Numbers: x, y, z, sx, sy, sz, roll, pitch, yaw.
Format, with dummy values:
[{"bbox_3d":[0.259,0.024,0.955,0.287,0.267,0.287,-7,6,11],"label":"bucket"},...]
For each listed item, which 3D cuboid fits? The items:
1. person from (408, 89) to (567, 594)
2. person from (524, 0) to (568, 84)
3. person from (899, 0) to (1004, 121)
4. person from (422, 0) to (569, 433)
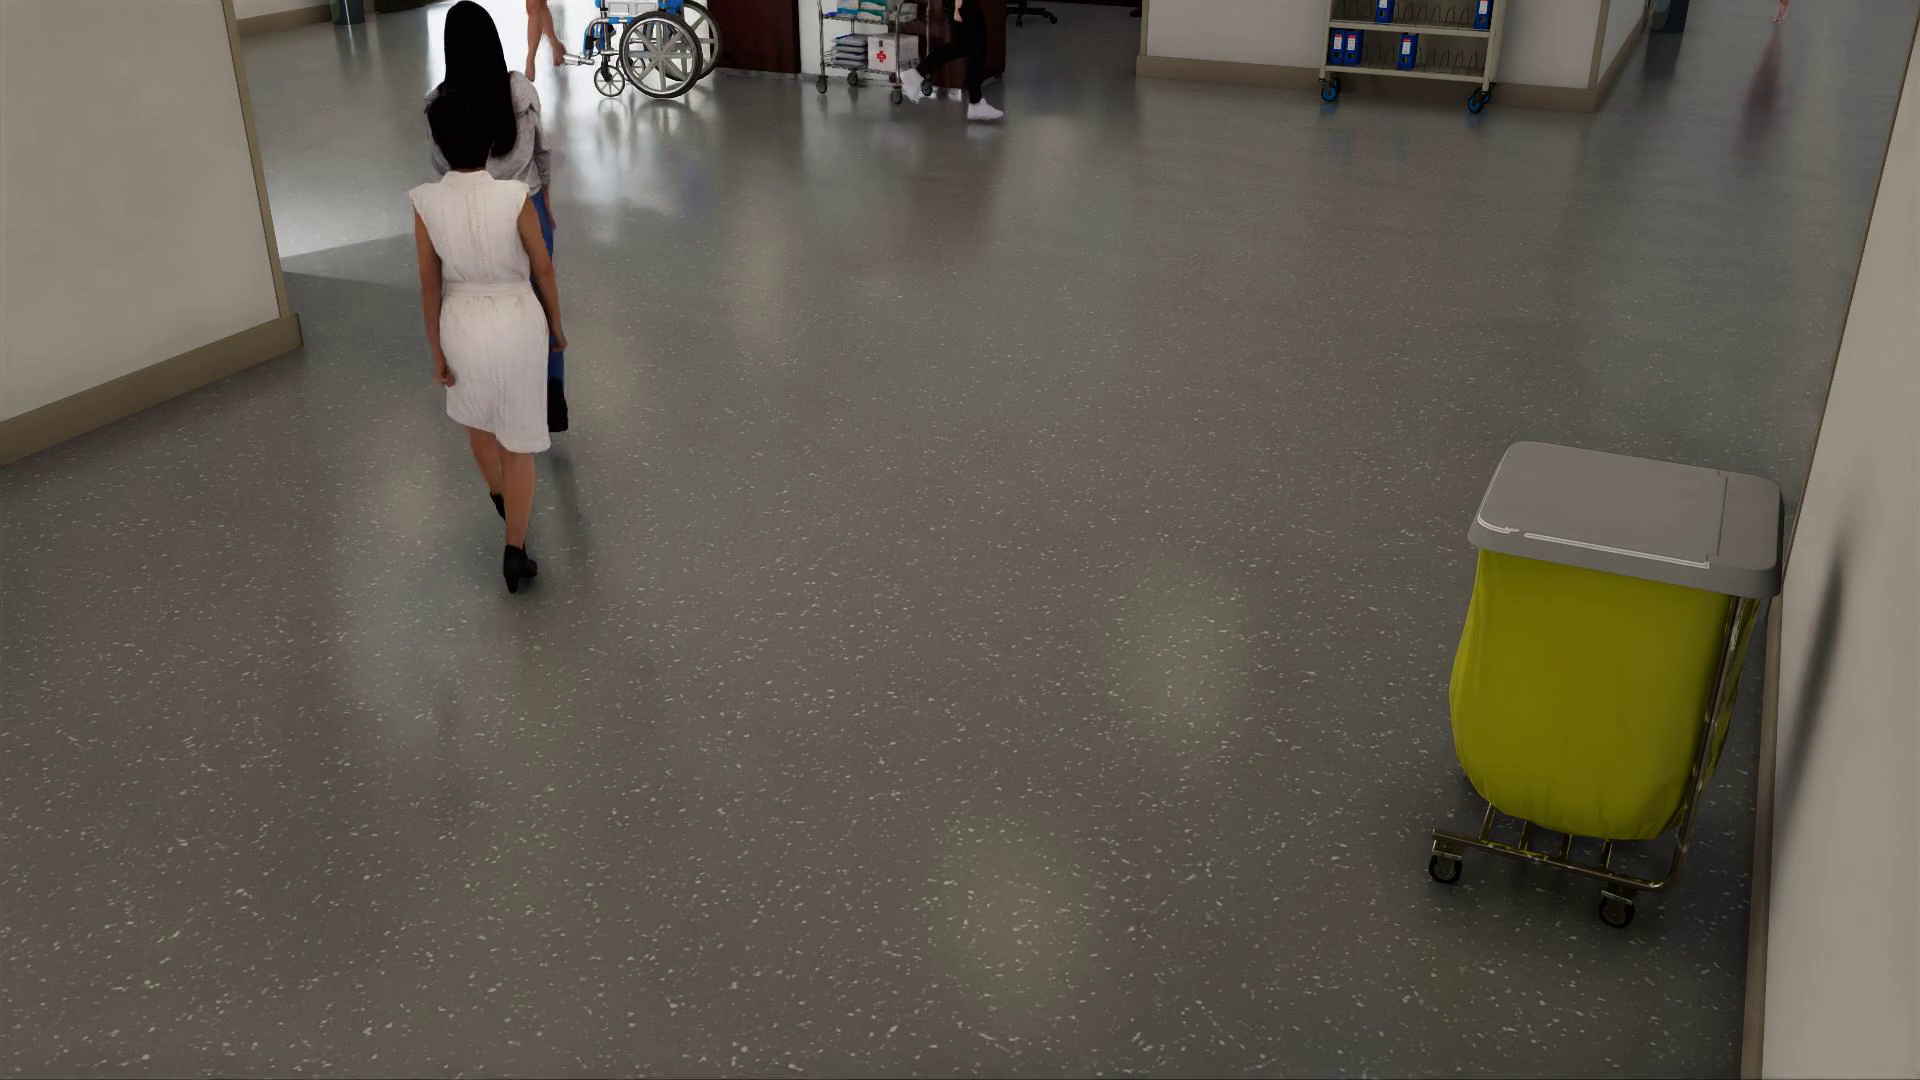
[{"bbox_3d":[-1.436,-0.560,5.095,0.893,1.526,0.849,-1,26,-1],"label":"person"},{"bbox_3d":[-3.328,-4.490,13.023,1.186,1.719,0.920,2,26,4],"label":"person"},{"bbox_3d":[-0.054,-3.731,11.566,1.056,1.617,0.826,2,26,5],"label":"person"},{"bbox_3d":[-1.682,-1.157,6.256,1.052,1.593,1.141,-11,28,-21],"label":"person"}]
